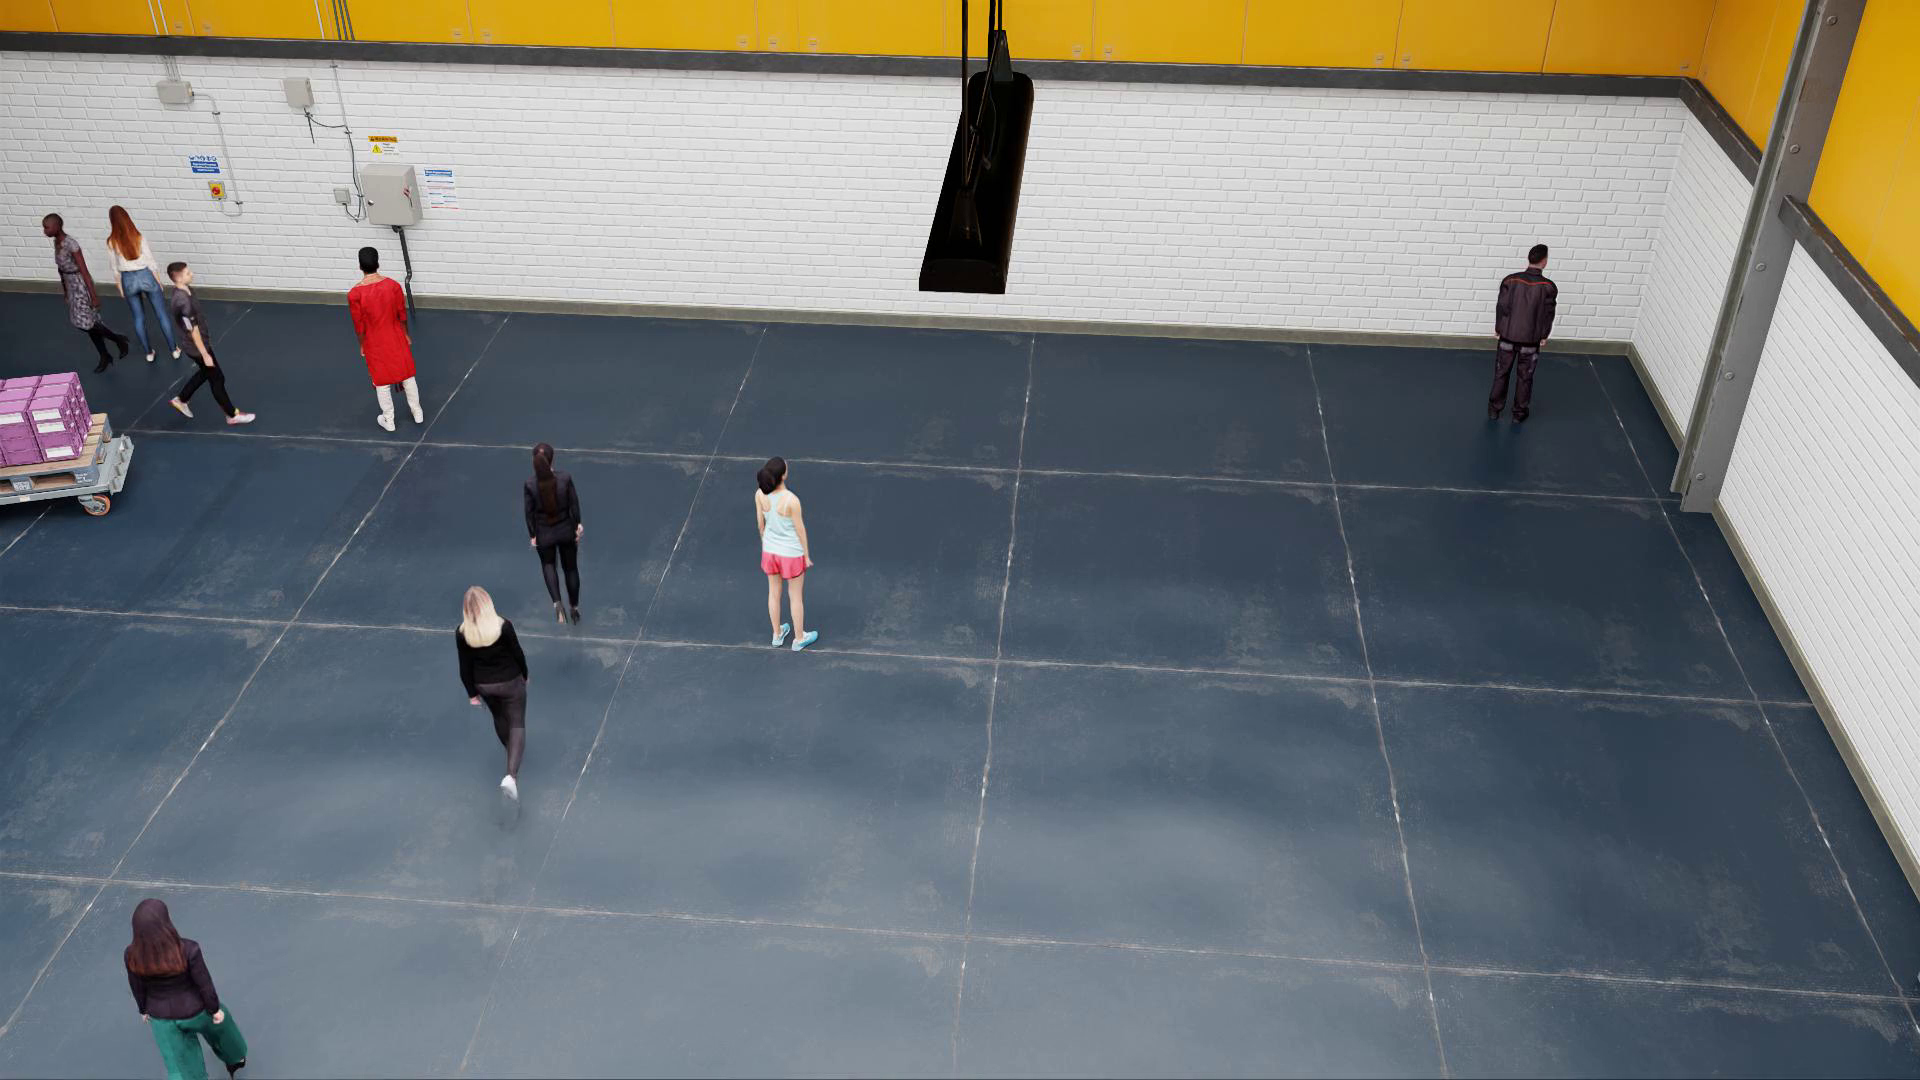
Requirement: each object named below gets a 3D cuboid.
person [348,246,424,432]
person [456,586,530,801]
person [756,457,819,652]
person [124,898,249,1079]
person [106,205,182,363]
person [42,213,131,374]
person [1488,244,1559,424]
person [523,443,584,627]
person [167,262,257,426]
[{"bbox_3d":[-5.624,-1.975,16.281,0.777,1.884,0.806,-19,38,-26],"label":"person"},{"bbox_3d":[-3.296,1.096,11.858,0.706,1.666,1.075,-3,34,-4],"label":"person"},{"bbox_3d":[-1.404,0.102,13.263,0.665,1.765,0.691,14,36,21],"label":"person"},{"bbox_3d":[-4.376,2.745,9.347,0.819,1.699,1.148,-6,34,-9],"label":"person"},{"bbox_3d":[-8.636,-2.694,17.510,0.649,1.722,0.641,-11,35,-16],"label":"person"},{"bbox_3d":[-9.044,-2.590,17.305,0.849,1.775,0.920,25,41,32],"label":"person"},{"bbox_3d":[5.543,-2.046,16.419,0.792,1.850,0.747,15,36,21],"label":"person"},{"bbox_3d":[-3.256,0.004,13.469,0.698,1.701,0.759,-8,35,-12],"label":"person"},{"bbox_3d":[-7.512,-1.886,16.270,0.970,1.748,1.039,-11,35,-16],"label":"person"}]
